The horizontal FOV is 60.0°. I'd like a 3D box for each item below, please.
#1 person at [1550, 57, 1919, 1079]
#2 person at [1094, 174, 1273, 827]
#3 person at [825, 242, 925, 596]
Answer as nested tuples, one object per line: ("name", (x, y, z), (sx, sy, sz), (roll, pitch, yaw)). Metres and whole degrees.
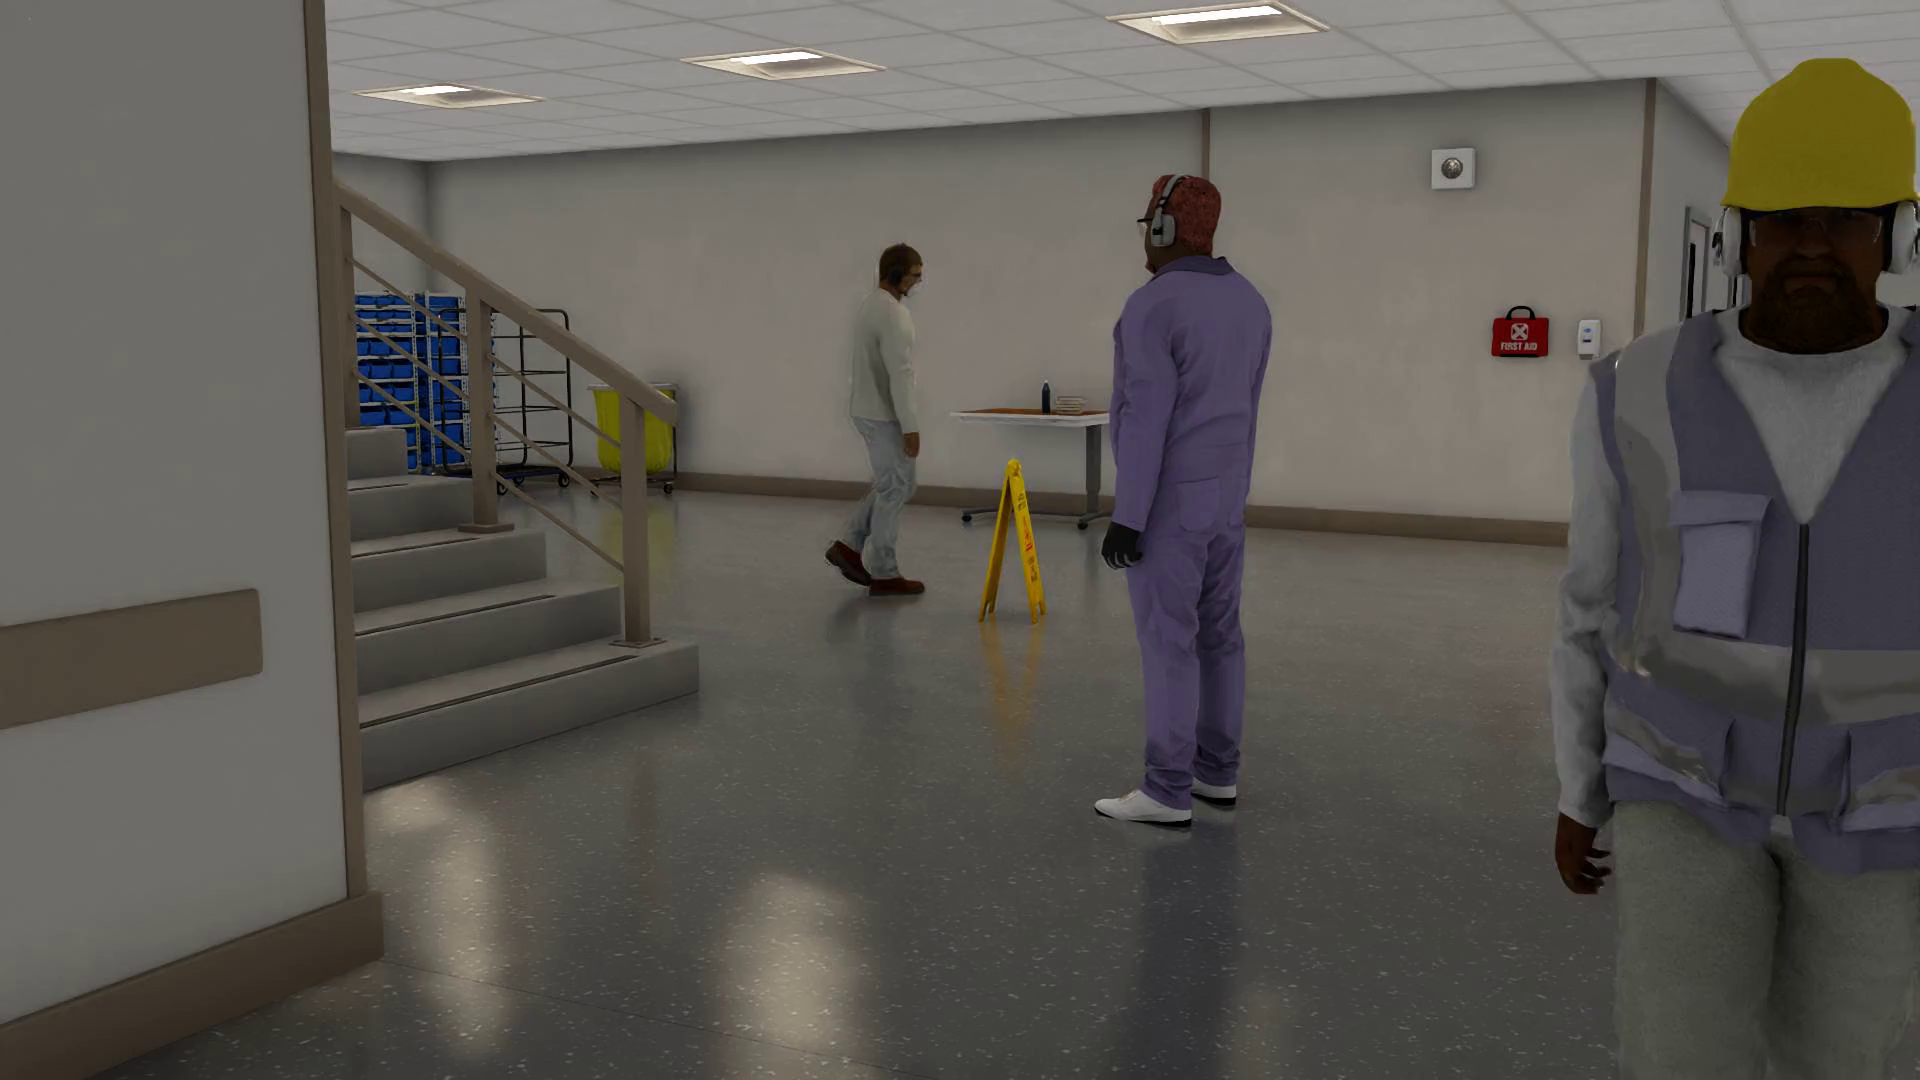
("person", (1.085, 0.304, 2.190), (0.588, 1.798, 0.843), (3, 8, 24))
("person", (0.639, -0.114, 4.940), (0.408, 1.909, 0.638), (6, 10, 40))
("person", (-0.419, -0.636, 8.941), (0.439, 1.916, 0.654), (-2, 8, -13))
